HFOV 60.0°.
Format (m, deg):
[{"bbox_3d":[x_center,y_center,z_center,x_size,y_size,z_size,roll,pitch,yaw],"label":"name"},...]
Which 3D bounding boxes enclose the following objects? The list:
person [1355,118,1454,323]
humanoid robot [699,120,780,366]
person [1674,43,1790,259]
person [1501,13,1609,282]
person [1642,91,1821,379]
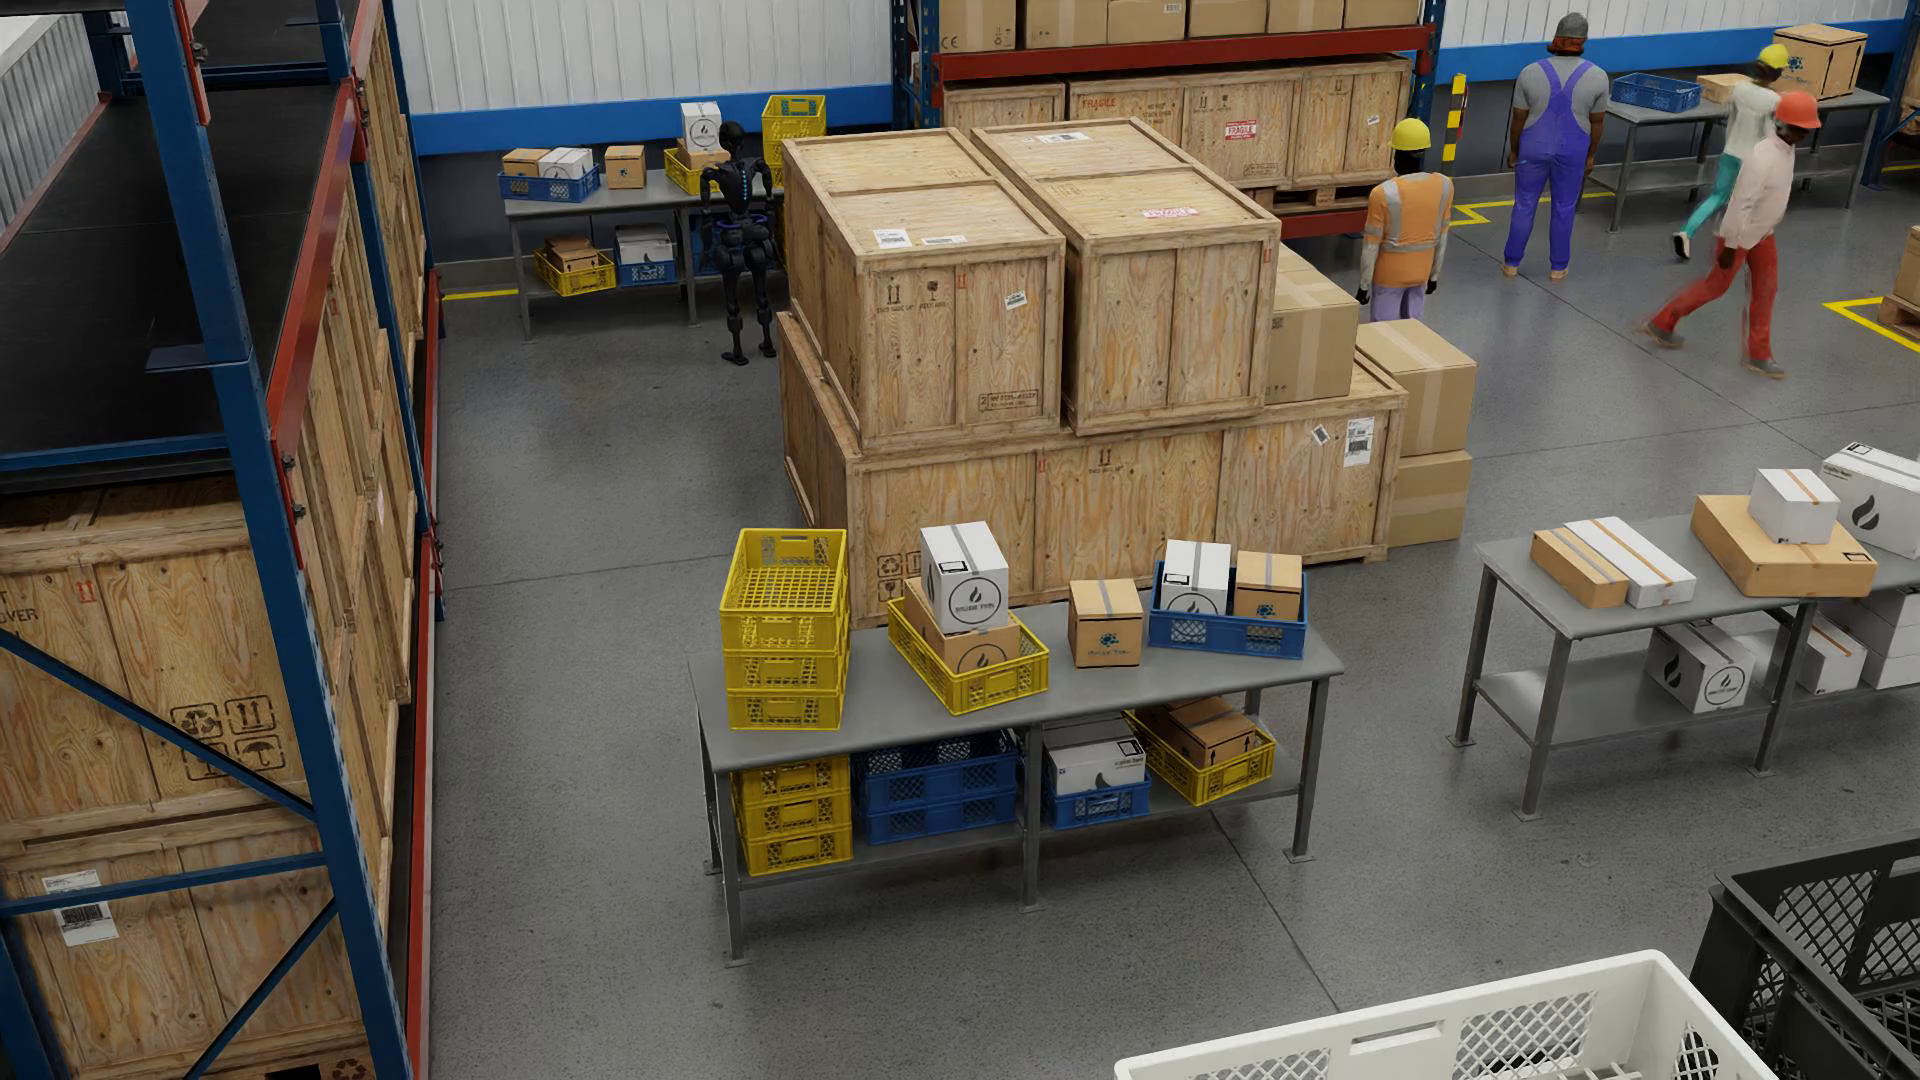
[{"bbox_3d":[2.758,-1.687,10.476,0.588,1.920,0.402,-9,30,-17],"label":"person"},{"bbox_3d":[-1.498,-2.030,11.323,0.583,1.660,0.329,-18,33,-29],"label":"humanoid robot"},{"bbox_3d":[6.144,-3.023,13.075,0.784,1.739,0.521,-13,32,-23],"label":"person"},{"bbox_3d":[4.537,-3.007,12.740,0.674,2.000,0.536,9,30,17],"label":"person"},{"bbox_3d":[5.253,-2.098,11.205,0.675,1.939,0.974,-23,36,-35],"label":"person"}]
